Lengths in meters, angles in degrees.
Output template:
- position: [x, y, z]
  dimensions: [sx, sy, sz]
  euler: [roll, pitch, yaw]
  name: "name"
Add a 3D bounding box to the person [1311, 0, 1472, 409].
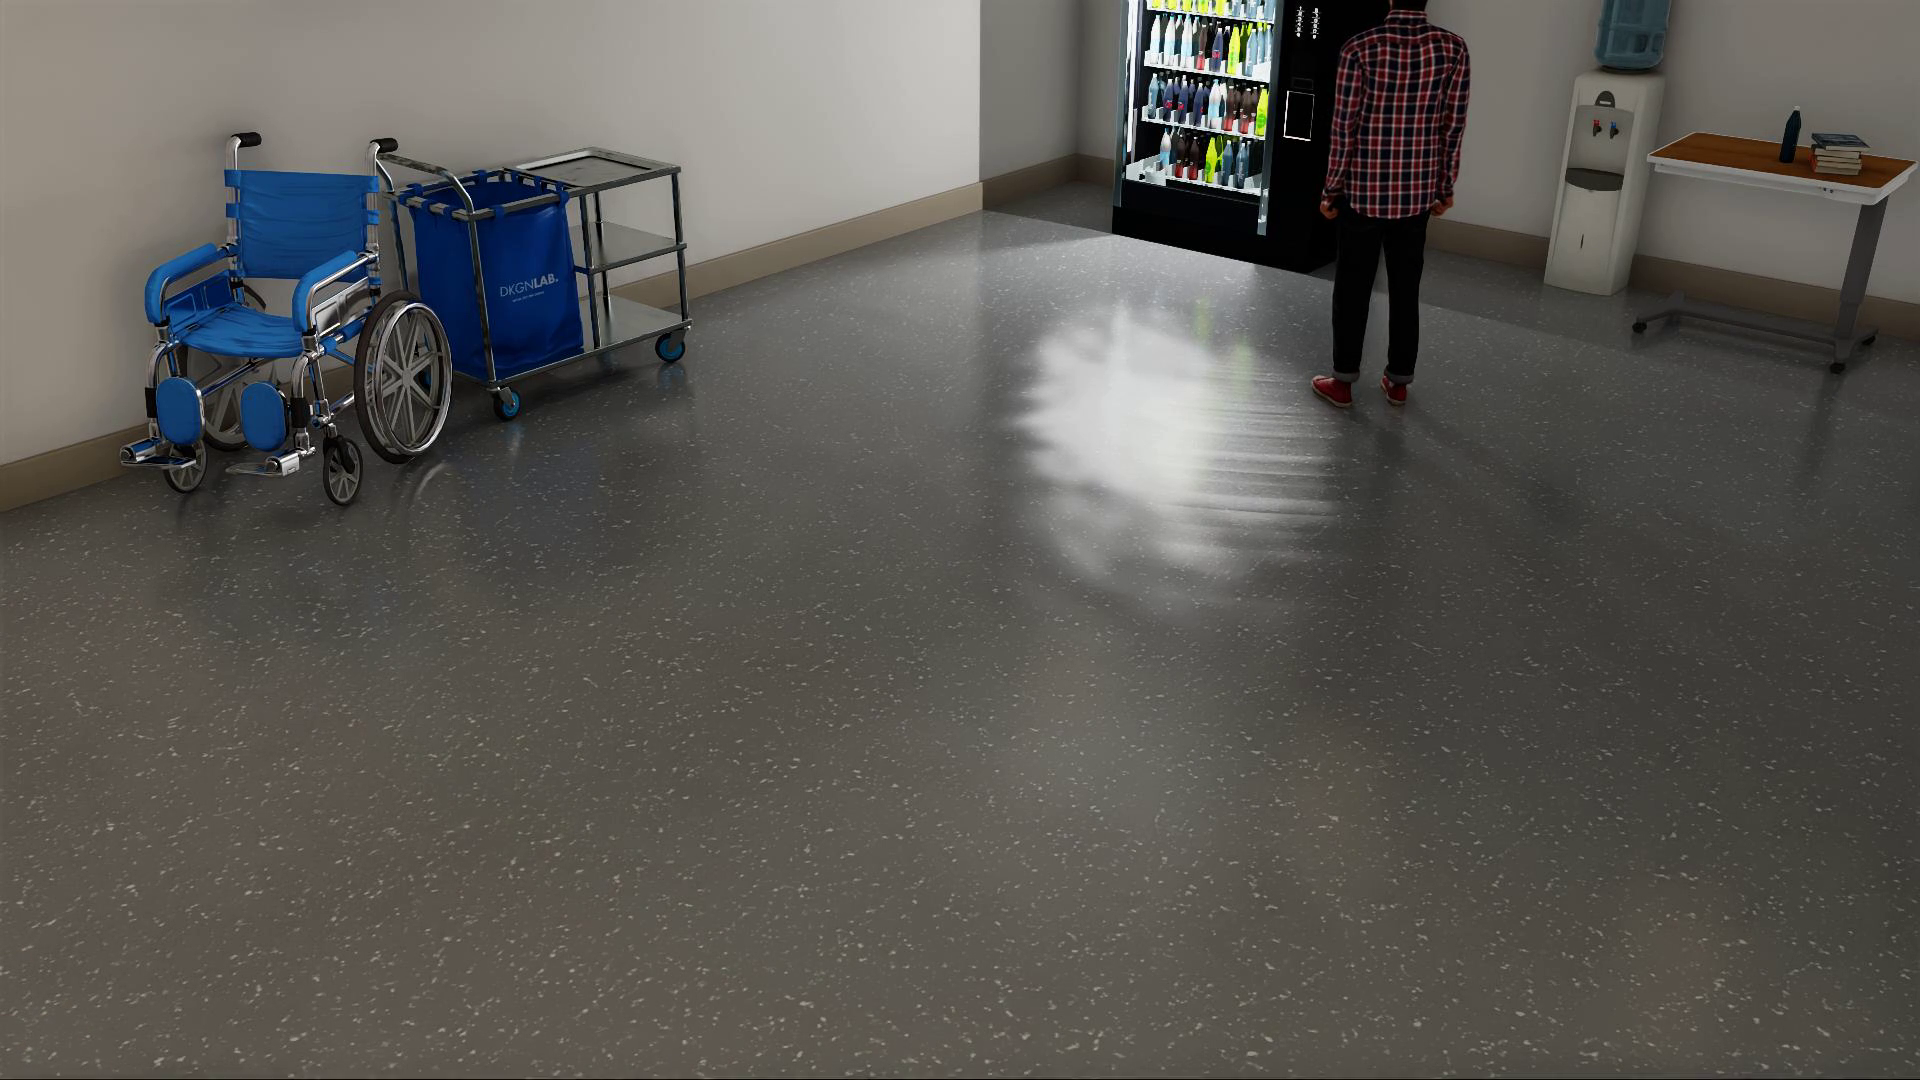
- position: [1.668, -1.377, 6.487]
  dimensions: [0.781, 1.761, 0.839]
  euler: [-2, 26, -5]
  name: "person"
